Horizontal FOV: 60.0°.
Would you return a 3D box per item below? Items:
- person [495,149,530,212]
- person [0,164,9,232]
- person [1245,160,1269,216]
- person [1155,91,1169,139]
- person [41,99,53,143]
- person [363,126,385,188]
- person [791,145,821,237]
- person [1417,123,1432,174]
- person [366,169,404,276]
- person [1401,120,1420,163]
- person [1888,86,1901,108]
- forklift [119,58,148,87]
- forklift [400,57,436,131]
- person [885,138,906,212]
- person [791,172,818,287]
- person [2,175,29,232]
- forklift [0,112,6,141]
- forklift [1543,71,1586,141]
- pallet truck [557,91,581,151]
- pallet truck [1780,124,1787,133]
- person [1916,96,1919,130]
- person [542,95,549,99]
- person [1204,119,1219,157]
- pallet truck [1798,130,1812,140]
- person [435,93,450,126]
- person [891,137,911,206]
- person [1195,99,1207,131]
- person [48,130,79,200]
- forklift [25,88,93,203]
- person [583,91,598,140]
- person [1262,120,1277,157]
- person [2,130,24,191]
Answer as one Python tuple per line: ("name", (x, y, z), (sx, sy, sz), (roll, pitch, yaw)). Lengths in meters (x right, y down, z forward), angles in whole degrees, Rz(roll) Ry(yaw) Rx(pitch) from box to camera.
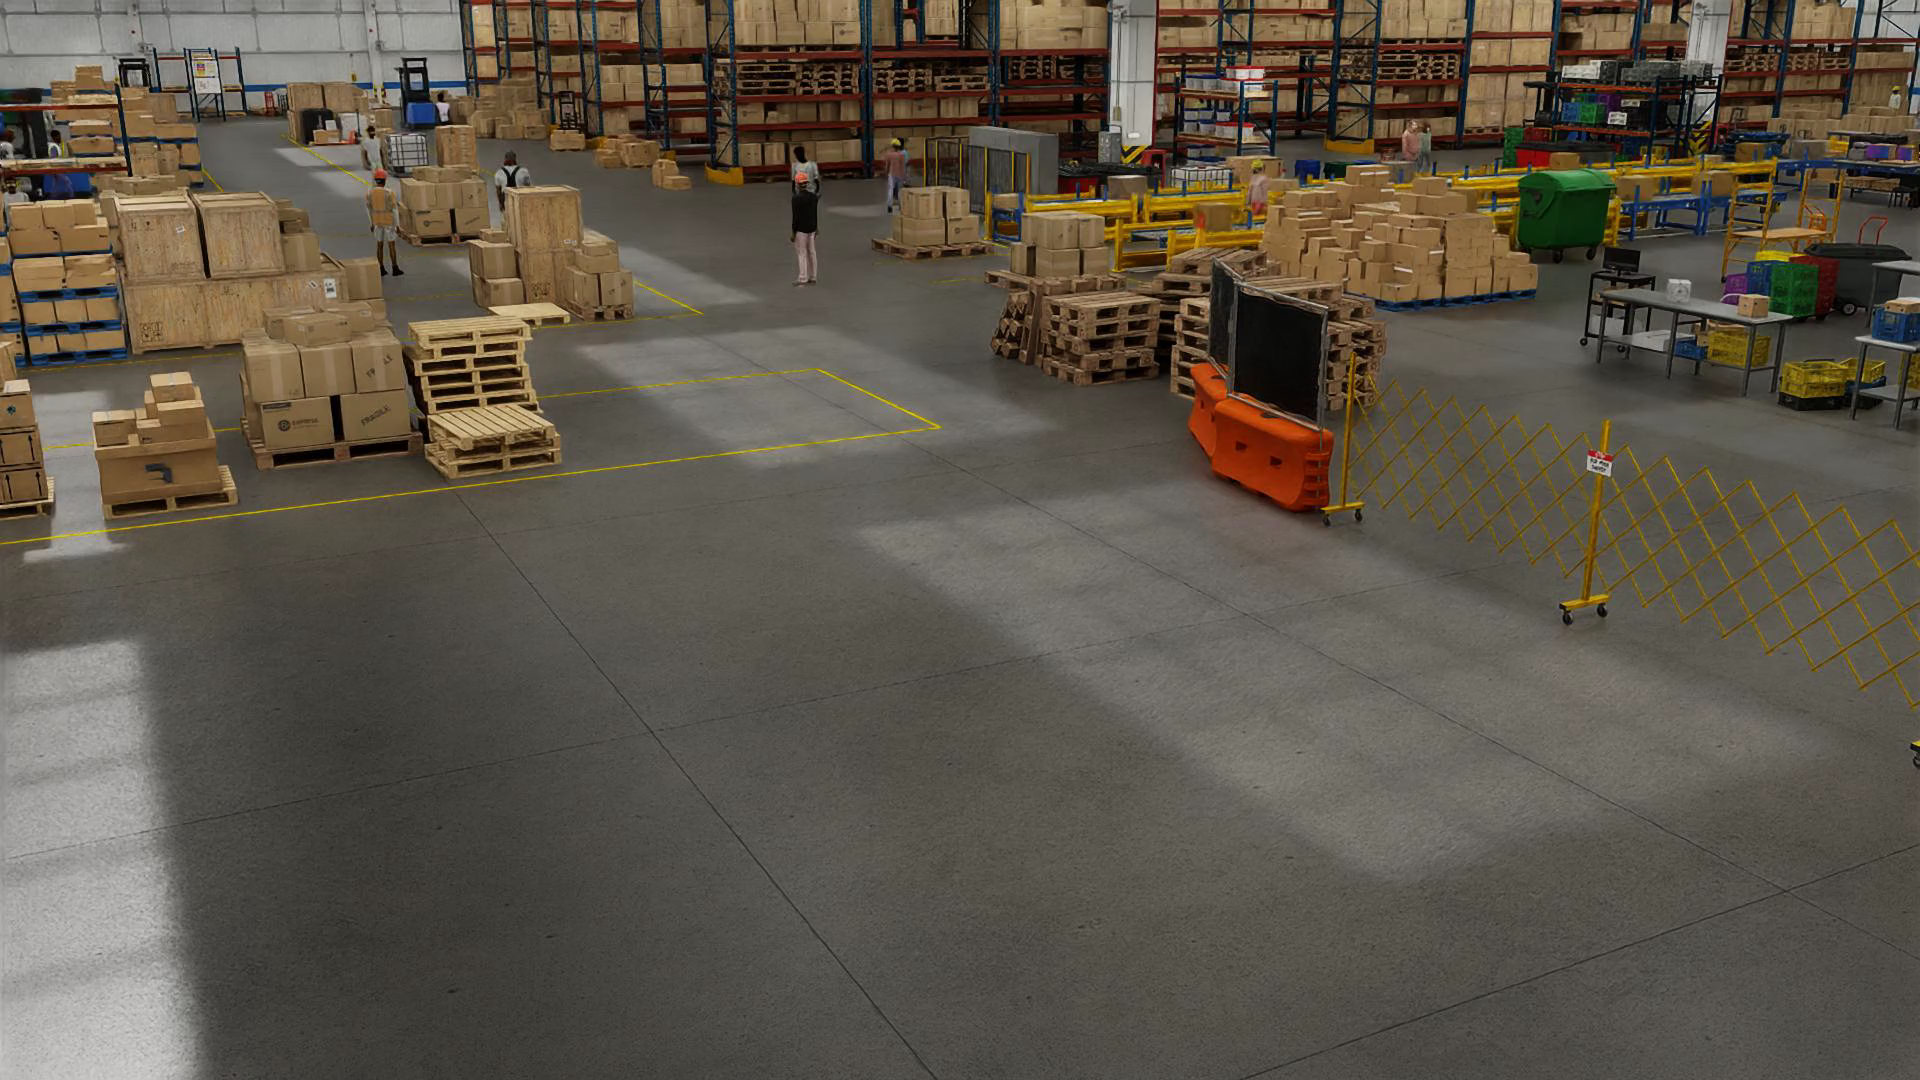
("person", (-9.042, -6.910, 33.731), (0.690, 2.000, 0.688), (-1, 18, -4))
("person", (-19.066, -6.580, 33.054), (0.615, 1.825, 0.526), (14, 22, 37))
("person", (6.075, -6.997, 34.493), (0.802, 1.731, 0.540), (-8, 19, -24))
("person", (7.500, -15.975, 62.027), (0.776, 2.016, 0.622), (17, 24, 42))
("person", (-31.234, -14.162, 56.578), (0.644, 1.905, 0.980), (-6, 19, -19))
("person", (-14.999, -9.690, 42.692), (0.380, 1.856, 0.569), (15, 23, 38))
("person", (-3.303, -7.466, 35.653), (0.650, 1.923, 0.439), (3, 18, 9))
("person", (13.215, -10.998, 47.159), (0.520, 1.613, 0.565), (-9, 20, -26))
("person", (-10.546, -5.814, 30.484), (0.552, 1.933, 0.372), (1, 18, 3))
("person", (11.986, -10.200, 44.213), (0.637, 1.904, 0.403), (-15, 23, -39))
("person", (36.973, -17.083, 65.886), (0.320, 1.769, 0.523), (-3, 18, -11))
("forklift", (-32.344, -17.497, 65.384), (1.129, 2.768, 1.873), (-9, 20, -26))
("forklift", (-21.701, -17.858, 66.508), (1.129, 2.768, 1.873), (-11, 21, -32))
("person", (-1.563, -8.795, 40.105), (0.532, 1.735, 0.846), (4, 18, 13))
("person", (-2.746, -5.456, 29.274), (0.374, 1.992, 0.622), (13, 22, 35))
("person", (-17.027, -5.644, 30.059), (0.513, 1.872, 0.328), (-11, 21, -31))
("forklift", (-35.930, -15.857, 60.270), (1.873, 2.768, 1.129), (2, 18, 6))
("forklift", (18.685, -13.231, 52.085), (1.873, 2.768, 1.129), (-9, 20, -26))
("pallet truck", (-13.495, -14.412, 57.188), (0.823, 1.965, 1.885), (-3, 18, -9))
("pallet truck", (25.206, -12.542, 52.601), (1.601, 1.201, 0.680), (0, 18, -2))
("person", (36.920, -16.430, 63.627), (0.622, 1.908, 0.595), (1, 18, 2))
("person", (-16.779, -17.553, 67.559), (0.513, 1.641, 0.307), (7, 19, 21))
("person", (6.927, -10.767, 46.151), (0.880, 1.799, 0.588), (-13, 22, -34))
("pallet truck", (25.526, -11.556, 49.408), (1.630, 1.274, 0.653), (-9, 20, -26))
("person", (-17.950, -14.554, 57.776), (0.474, 1.903, 0.629), (10, 20, 27))
("person", (-1.415, -9.164, 41.355), (0.746, 1.672, 0.534), (-12, 21, -33))
("person", (8.896, -15.531, 61.168), (0.556, 1.679, 0.457), (-7, 19, -21))
("person", (-22.005, -9.090, 40.810), (0.964, 1.870, 0.595), (-11, 21, -30))
("forklift", (-22.896, -9.837, 41.502), (1.873, 2.768, 1.129), (-9, 20, -26))
("person", (-13.630, -15.660, 61.411), (0.952, 1.793, 0.613), (-8, 19, -24))
("person", (8.940, -11.214, 47.734), (0.712, 1.662, 0.549), (-13, 22, -35))
("person", (-23.356, -9.188, 41.111), (0.668, 1.860, 0.591), (-11, 21, -30))
